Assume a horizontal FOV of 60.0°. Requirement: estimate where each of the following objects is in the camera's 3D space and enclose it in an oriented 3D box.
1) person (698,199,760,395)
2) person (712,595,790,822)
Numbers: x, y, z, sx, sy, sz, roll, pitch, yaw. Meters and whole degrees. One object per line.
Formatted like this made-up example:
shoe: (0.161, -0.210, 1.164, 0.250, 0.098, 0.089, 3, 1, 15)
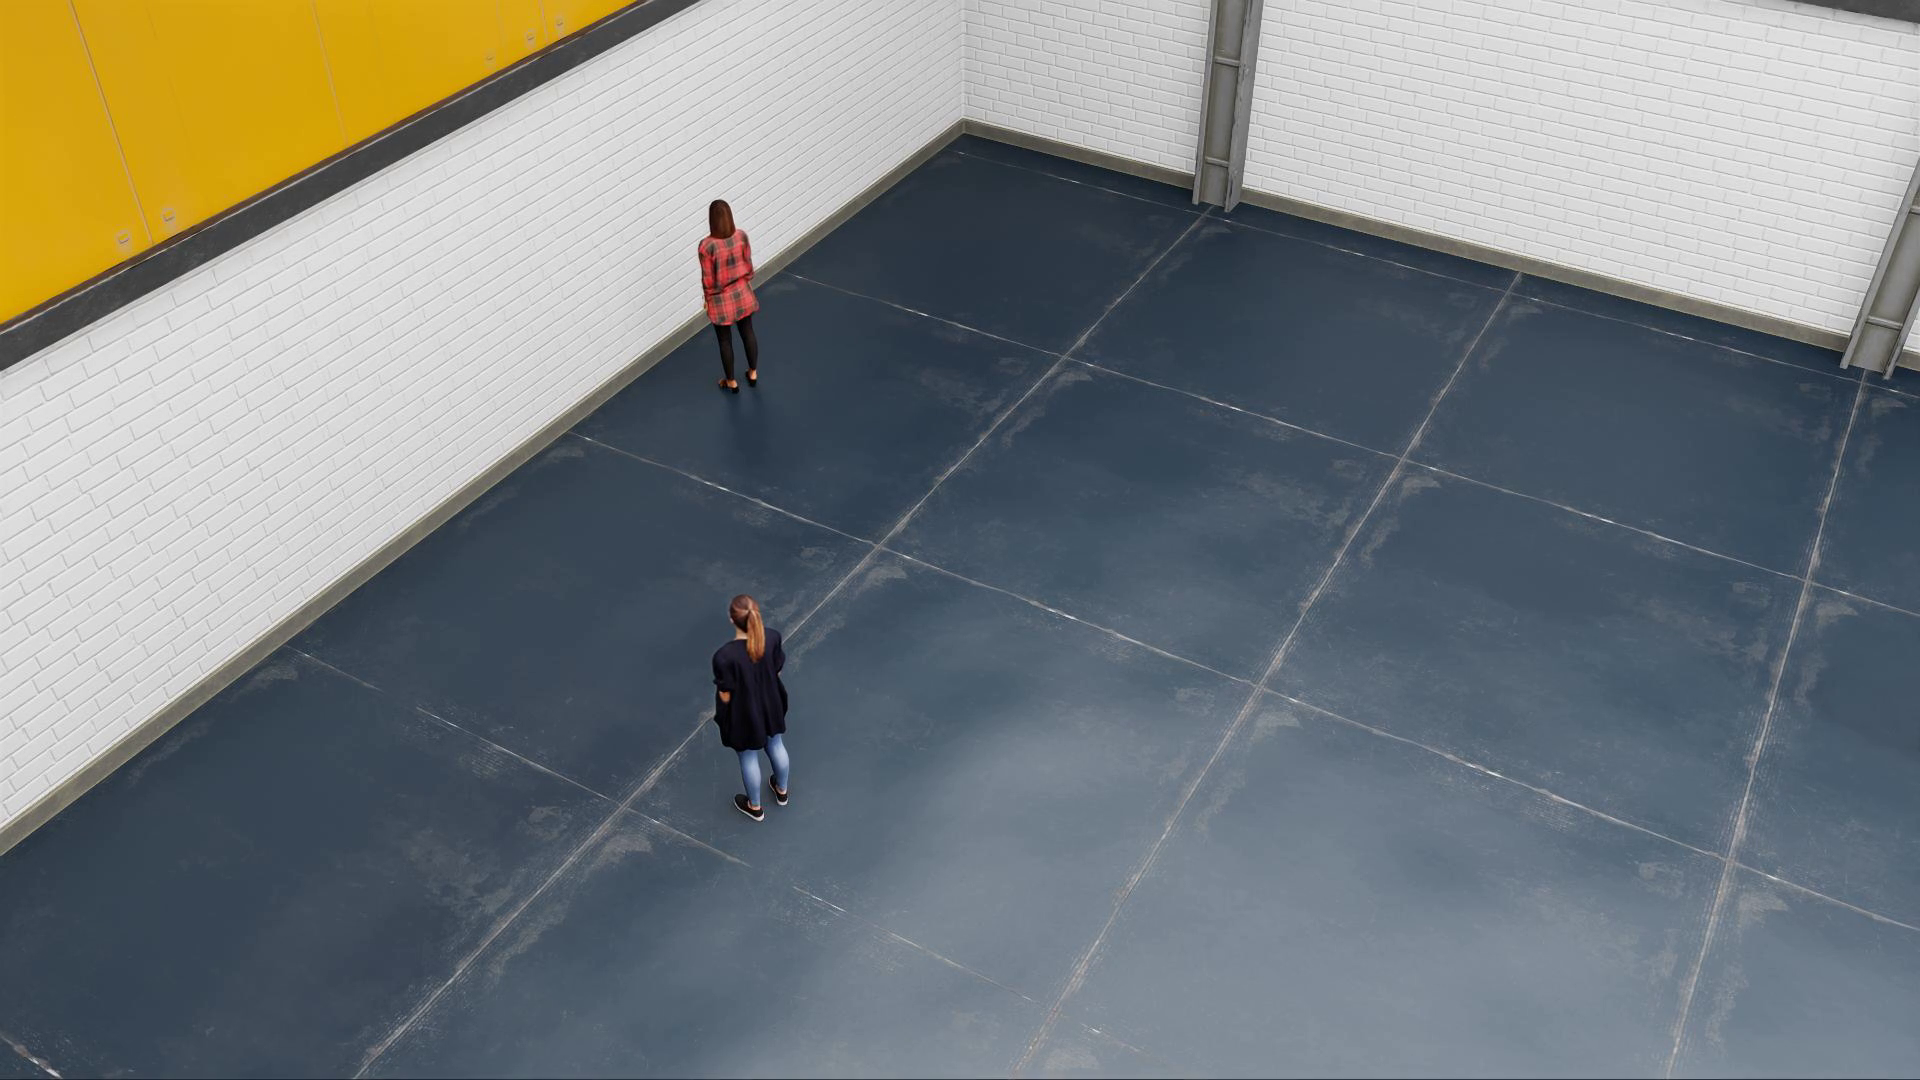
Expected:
person: (-1.866, -1.965, 13.429, 0.698, 1.700, 0.695, -23, 44, -27)
person: (-1.205, 0.979, 9.754, 0.708, 1.684, 0.697, -24, 45, -27)
